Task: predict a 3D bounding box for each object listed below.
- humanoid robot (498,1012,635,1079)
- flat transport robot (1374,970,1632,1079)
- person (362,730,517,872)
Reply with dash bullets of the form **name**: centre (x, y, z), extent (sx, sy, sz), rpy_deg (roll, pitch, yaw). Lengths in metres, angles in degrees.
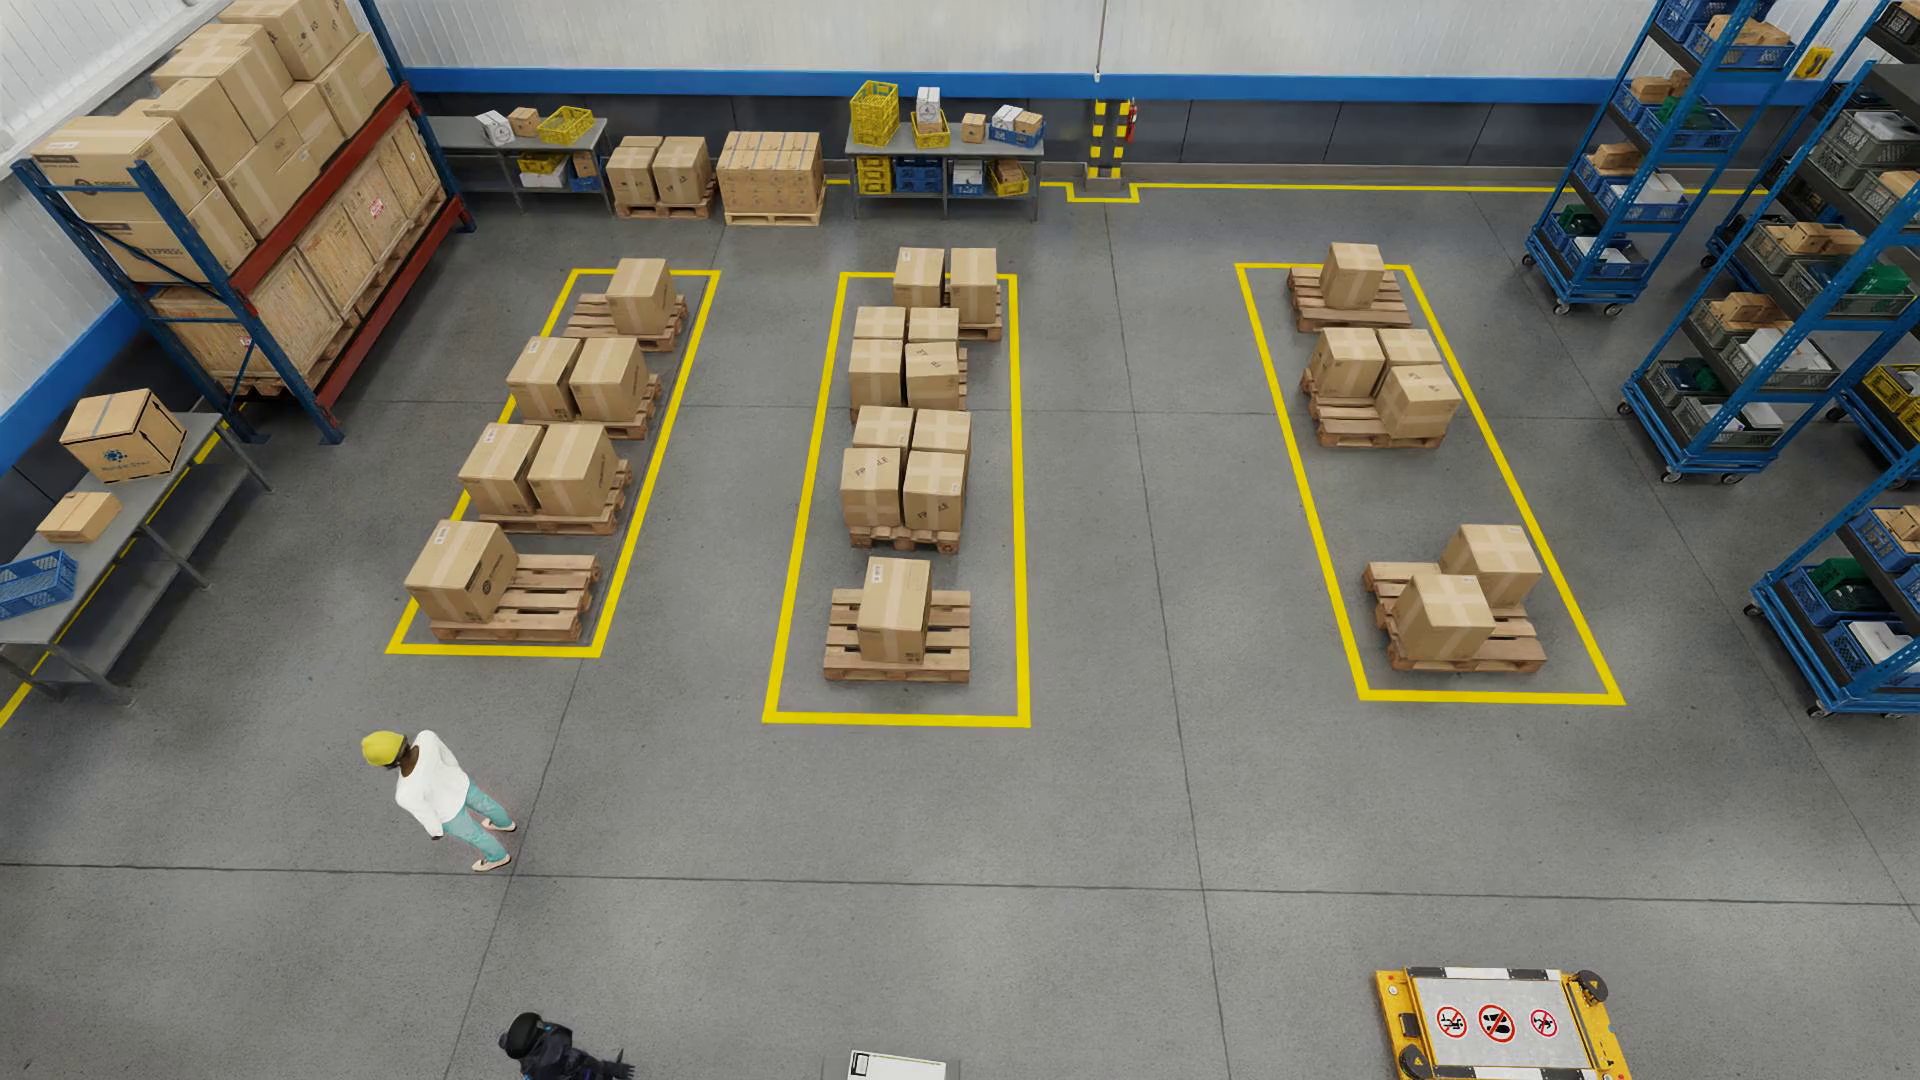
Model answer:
- **humanoid robot**: centre (-2.171, 2.974, 5.150), extent (0.574, 1.651, 0.333), rpy_deg (10, 51, 8)
- **flat transport robot**: centre (3.501, 3.133, 5.914), extent (1.431, 0.197, 0.652), rpy_deg (1, 51, 1)
- **person**: centre (-3.442, 1.728, 6.116), extent (0.323, 1.760, 0.523), rpy_deg (-3, 51, -3)
